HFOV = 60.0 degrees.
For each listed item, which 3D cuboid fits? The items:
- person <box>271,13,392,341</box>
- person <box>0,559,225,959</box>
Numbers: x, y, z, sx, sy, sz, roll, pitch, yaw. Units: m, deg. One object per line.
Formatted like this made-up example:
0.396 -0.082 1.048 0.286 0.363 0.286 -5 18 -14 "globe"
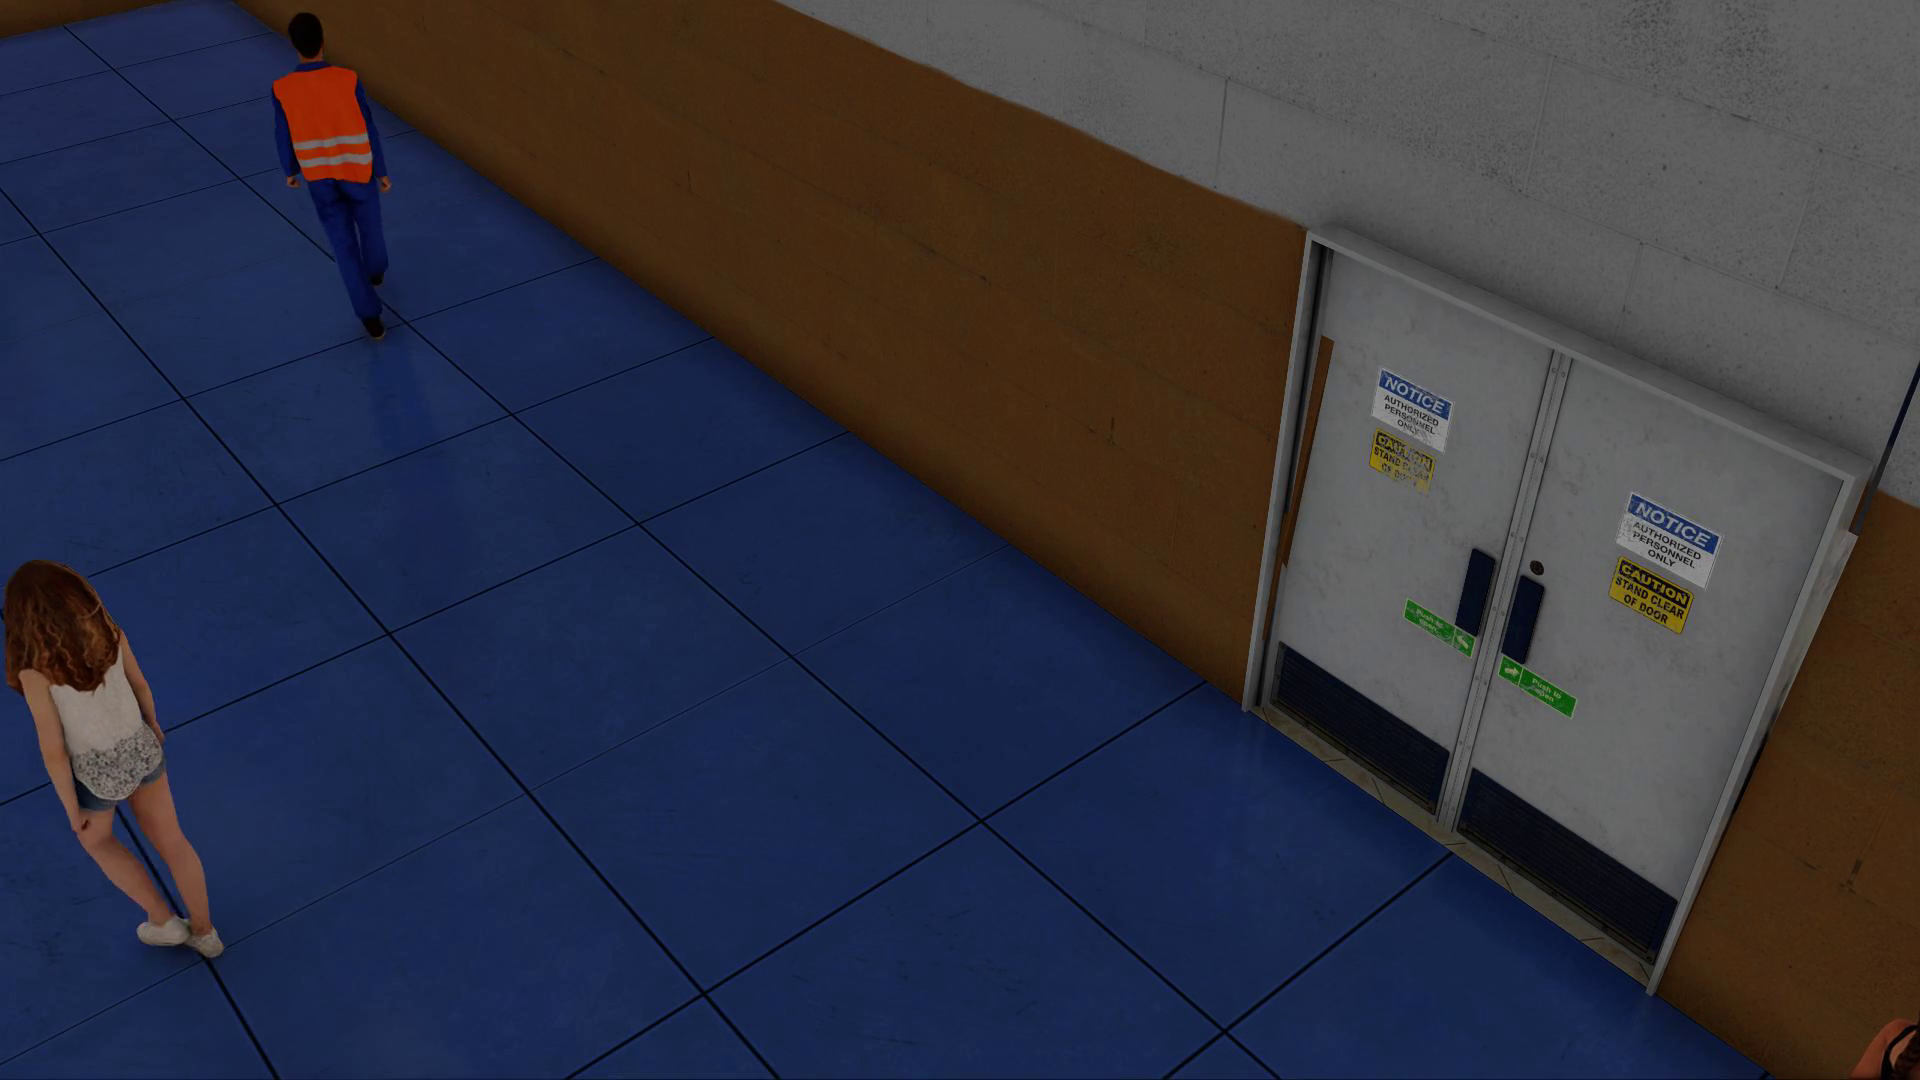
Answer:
-3.505 -2.000 9.417 1.172 1.826 1.024 -13 39 -16 "person"
-2.821 0.834 5.704 0.765 1.751 0.665 18 41 23 "person"
